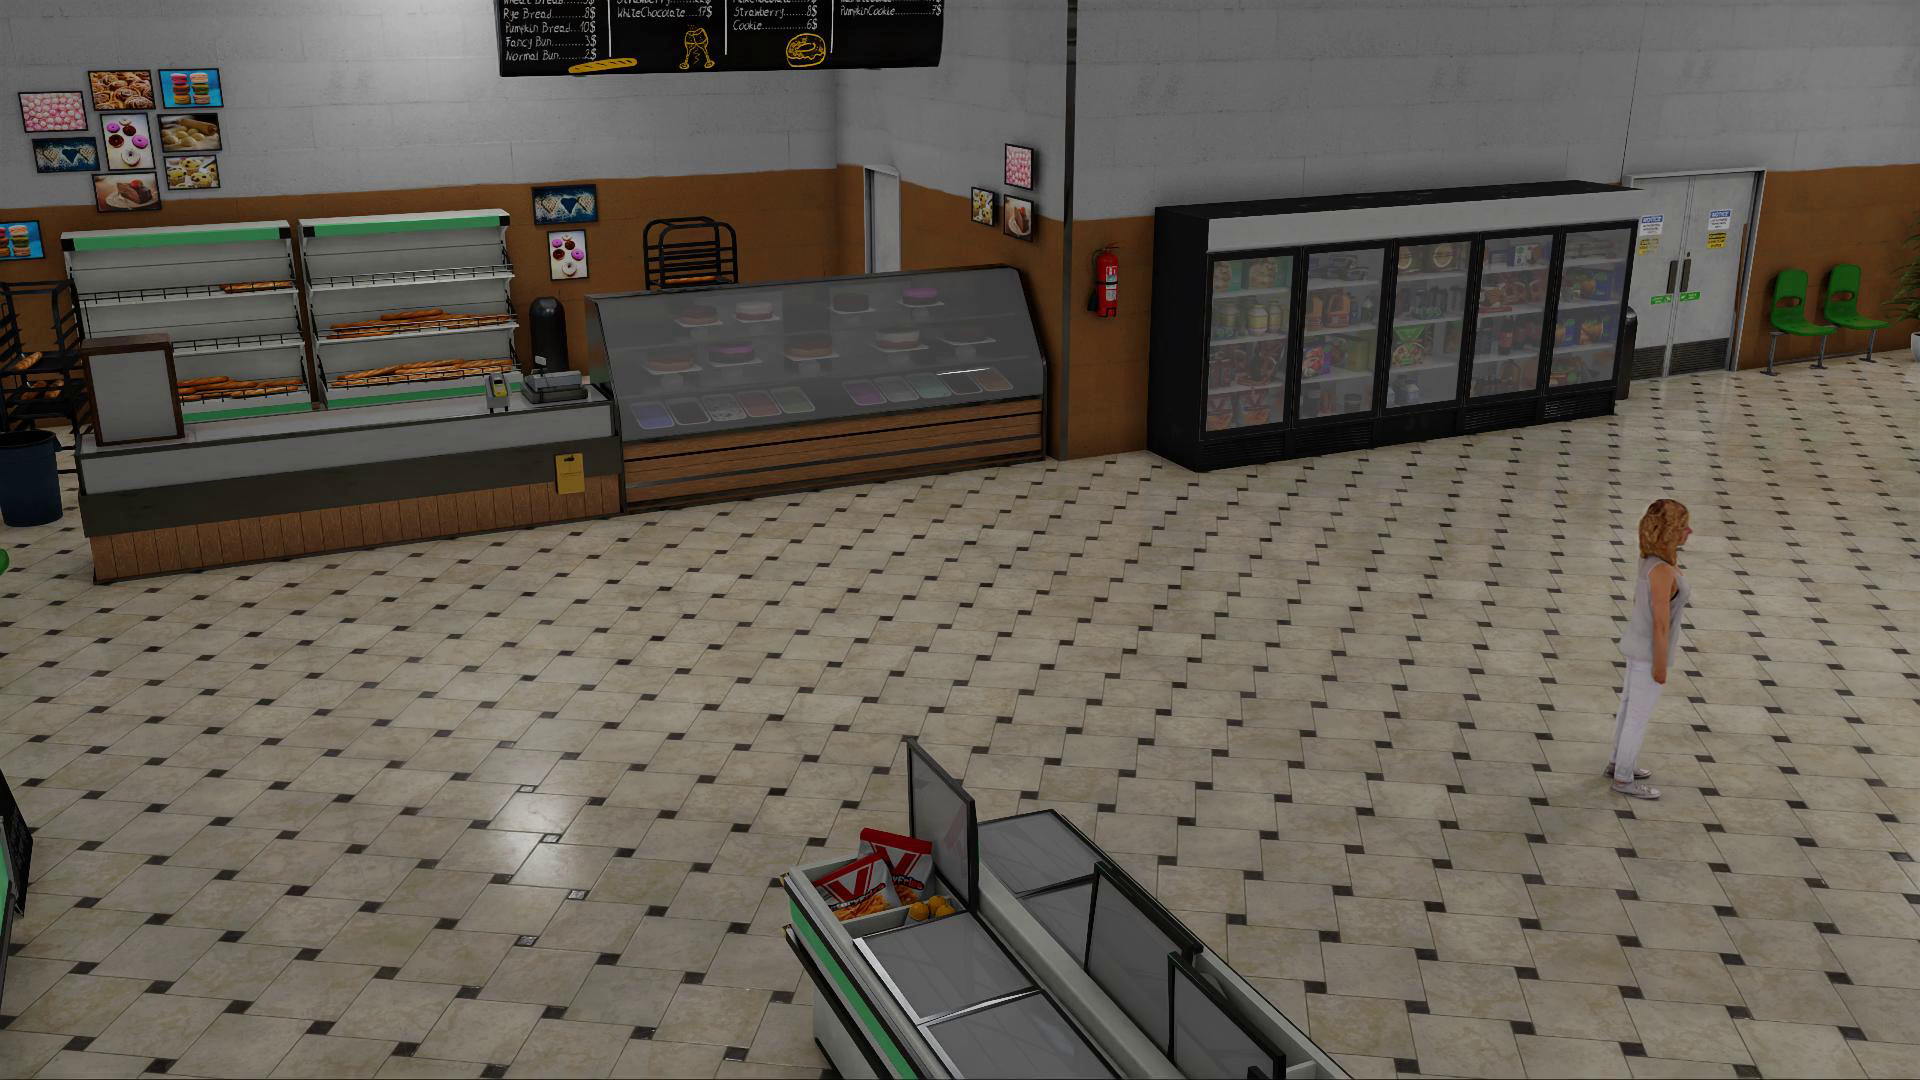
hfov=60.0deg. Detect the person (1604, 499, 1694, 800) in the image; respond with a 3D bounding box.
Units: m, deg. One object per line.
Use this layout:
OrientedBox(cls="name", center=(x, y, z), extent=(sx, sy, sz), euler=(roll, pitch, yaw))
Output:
OrientedBox(cls="person", center=(3.742, 0.574, 9.059), extent=(0.755, 1.670, 0.660), euler=(3, 19, 10))
